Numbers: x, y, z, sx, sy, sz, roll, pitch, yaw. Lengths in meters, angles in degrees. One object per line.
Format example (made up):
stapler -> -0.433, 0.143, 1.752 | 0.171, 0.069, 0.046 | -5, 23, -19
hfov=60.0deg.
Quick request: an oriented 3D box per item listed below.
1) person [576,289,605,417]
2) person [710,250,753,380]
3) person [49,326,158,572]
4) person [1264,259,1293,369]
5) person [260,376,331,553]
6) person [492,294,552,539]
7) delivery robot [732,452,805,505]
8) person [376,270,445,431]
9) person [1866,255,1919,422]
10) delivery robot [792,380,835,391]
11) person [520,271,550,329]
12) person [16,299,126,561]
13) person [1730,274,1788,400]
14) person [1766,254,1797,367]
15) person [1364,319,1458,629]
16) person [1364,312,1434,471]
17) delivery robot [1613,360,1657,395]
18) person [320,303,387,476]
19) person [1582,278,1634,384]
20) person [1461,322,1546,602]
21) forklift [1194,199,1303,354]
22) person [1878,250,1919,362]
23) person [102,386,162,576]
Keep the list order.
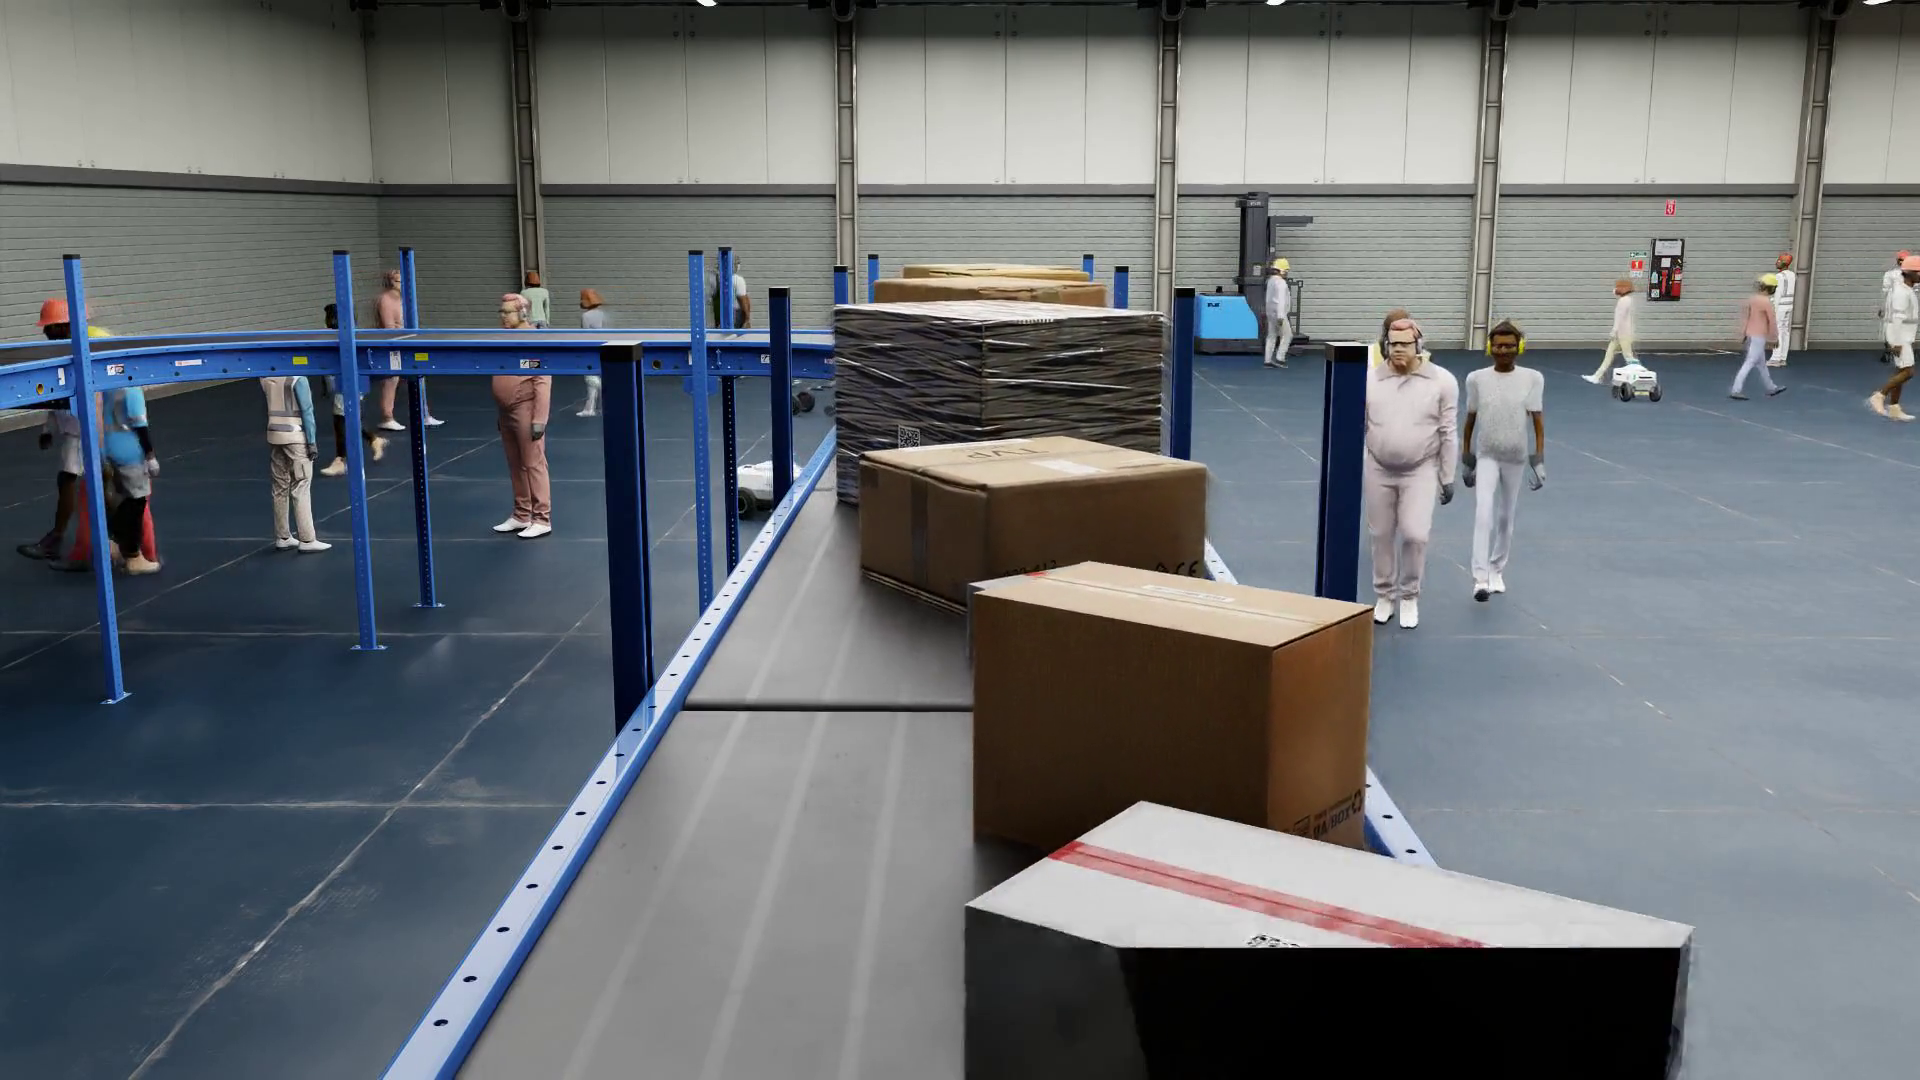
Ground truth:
person -> -4.558, -2.340, 20.876 | 0.666, 1.619, 0.504 | 3, 11, 14
person -> -3.569, -3.493, 25.784 | 1.009, 2.000, 0.693 | -11, 15, -43
person -> -6.084, -0.626, 11.723 | 0.783, 1.736, 0.537 | 1, 11, 5
person -> 5.291, -3.733, 27.491 | 0.545, 1.808, 0.620 | -2, 11, -9
person -> -5.021, -0.725, 12.486 | 0.521, 1.640, 0.307 | 6, 13, 29
person -> -3.475, -0.980, 13.109 | 0.409, 1.906, 0.651 | -10, 15, -43
delivery robot -> -1.544, -0.499, 13.990 | 0.707, 0.478, 0.477 | 4, 12, 18
person -> -6.487, -2.221, 19.542 | 0.833, 1.874, 0.683 | 1, 11, 3
person -> 11.542, -2.455, 20.358 | 0.447, 2.033, 0.629 | 8, 14, 36
delivery robot -> -1.866, -2.040, 21.235 | 0.698, 0.223, 0.335 | 4, 12, 21
person -> -6.812, -3.483, 26.673 | 0.497, 1.633, 0.285 | -10, 15, -40
person -> -6.591, -0.804, 12.213 | 0.817, 1.906, 0.560 | -9, 14, -37
person -> 11.070, -2.793, 22.911 | 0.920, 1.715, 0.545 | -1, 11, -5
person -> 13.842, -3.879, 28.061 | 0.584, 1.883, 0.345 | -9, 14, -38
person -> 2.658, -0.394, 10.146 | 0.670, 1.885, 0.590 | 5, 12, 25
person -> 3.324, -0.852, 12.766 | 0.639, 1.792, 0.969 | 1, 11, 7
delivery robot -> 9.311, -2.246, 22.965 | 0.477, 0.478, 0.707 | 0, 11, -2
person -> -6.011, -1.502, 16.378 | 0.530, 1.674, 0.737 | 10, 15, 41
person -> 9.659, -3.052, 24.540 | 0.831, 1.587, 0.530 | 4, 12, 20
person -> 3.552, -0.501, 10.878 | 0.516, 1.825, 0.958 | 2, 11, 12
forklift -> 5.313, -4.851, 30.603 | 1.873, 2.768, 1.129 | 0, 11, 1
person -> 16.251, -4.045, 28.825 | 0.588, 1.926, 0.398 | 3, 12, 17
person -> -5.825, -0.582, 11.639 | 0.553, 1.679, 0.369 | 7, 13, 30
